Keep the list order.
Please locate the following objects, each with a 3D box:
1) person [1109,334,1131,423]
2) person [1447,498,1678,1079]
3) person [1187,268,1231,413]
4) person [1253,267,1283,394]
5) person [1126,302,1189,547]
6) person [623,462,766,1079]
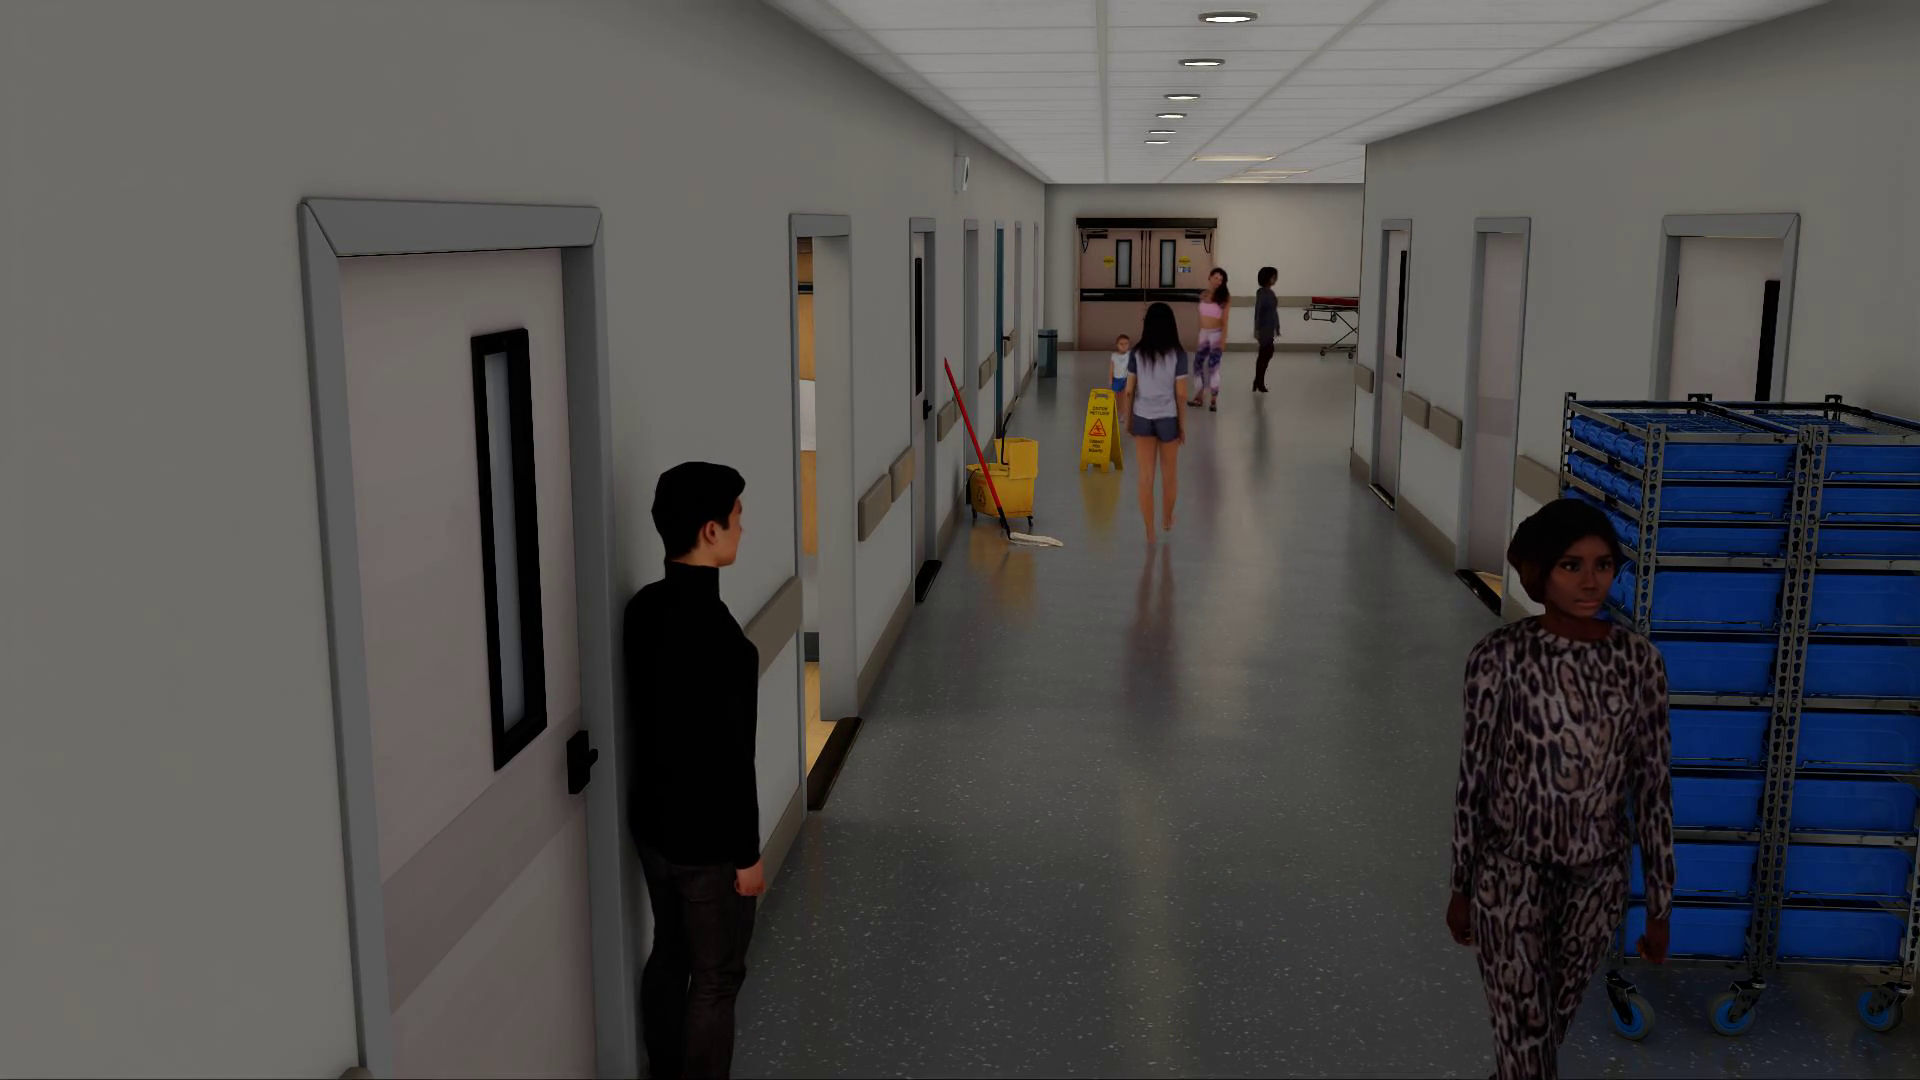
[{"bbox_3d":[1.878,-1.882,19.362,0.427,1.010,0.680,1,11,5],"label":"person"},{"bbox_3d":[1.285,0.758,3.663,0.608,1.675,1.141,1,11,6],"label":"person"},{"bbox_3d":[3.047,-2.419,20.242,0.873,1.736,0.880,-9,14,-39],"label":"person"},{"bbox_3d":[4.070,-2.845,22.591,0.784,1.699,0.698,9,14,39],"label":"person"},{"bbox_3d":[1.379,-0.797,11.792,0.676,1.701,1.010,2,11,10],"label":"person"},{"bbox_3d":[-0.646,0.664,4.039,0.774,1.721,0.699,-8,13,-36],"label":"person"}]
